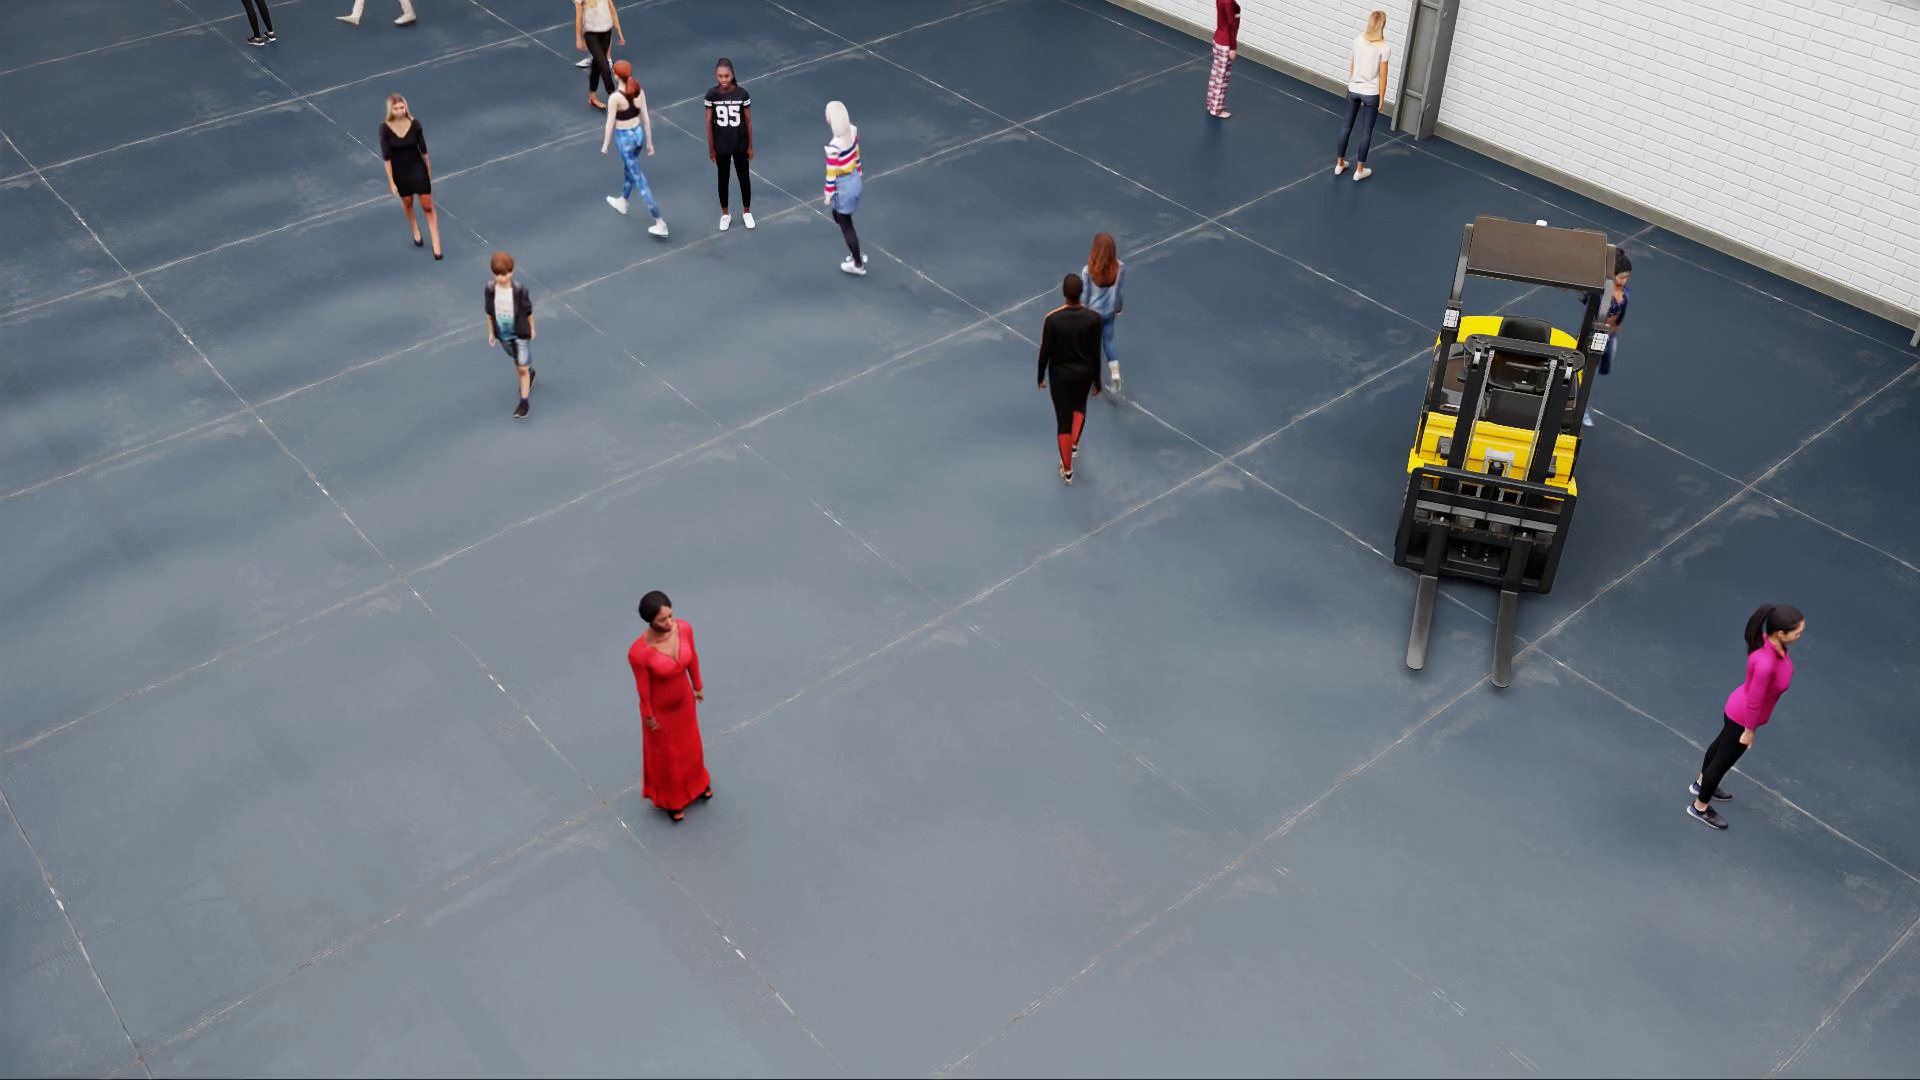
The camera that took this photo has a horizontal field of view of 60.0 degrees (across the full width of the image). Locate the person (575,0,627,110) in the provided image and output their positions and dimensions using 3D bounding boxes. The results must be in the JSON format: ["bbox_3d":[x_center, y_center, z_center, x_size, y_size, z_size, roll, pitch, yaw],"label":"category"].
[{"bbox_3d":[-4.146,-5.676,18.721,1.134,1.789,0.784,27,46,29],"label":"person"}]

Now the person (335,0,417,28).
[{"bbox_3d":[-7.194,-7.262,20.699,0.810,1.800,1.160,-21,43,-24],"label":"person"}]

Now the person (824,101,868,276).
[{"bbox_3d":[-1.005,-3.289,15.731,0.767,1.790,0.771,19,42,22],"label":"person"}]

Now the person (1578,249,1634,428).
[{"bbox_3d":[5.294,-1.716,13.899,0.720,1.618,0.822,-22,44,-25],"label":"person"}]

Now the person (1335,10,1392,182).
[{"bbox_3d":[4.230,-4.664,17.437,0.500,1.810,0.680,26,45,29],"label":"person"}]

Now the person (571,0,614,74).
[{"bbox_3d":[-4.382,-6.489,19.686,0.604,1.855,0.793,25,45,28],"label":"person"}]

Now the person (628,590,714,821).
[{"bbox_3d":[-1.814,1.009,10.360,0.618,1.788,0.640,32,48,34],"label":"person"}]

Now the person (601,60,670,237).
[{"bbox_3d":[-3.195,-3.827,16.459,1.257,1.734,0.715,29,47,31],"label":"person"}]

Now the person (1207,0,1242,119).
[{"bbox_3d":[2.980,-5.619,18.723,0.747,1.696,0.620,-6,39,-7],"label":"person"}]

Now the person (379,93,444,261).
[{"bbox_3d":[-5.394,-3.596,16.233,0.756,1.644,0.996,-13,40,-16],"label":"person"}]

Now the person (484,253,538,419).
[{"bbox_3d":[-3.799,-1.816,14.187,0.954,1.416,0.989,5,39,6],"label":"person"}]

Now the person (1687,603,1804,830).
[{"bbox_3d":[4.884,1.065,10.359,0.683,1.701,0.665,18,42,21],"label":"person"}]

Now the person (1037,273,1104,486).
[{"bbox_3d":[0.895,-1.240,13.167,0.926,1.787,1.019,-3,39,-3],"label":"person"}]

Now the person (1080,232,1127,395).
[{"bbox_3d":[1.228,-1.928,14.292,0.764,1.460,0.958,-13,40,-15],"label":"person"}]

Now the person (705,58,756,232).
[{"bbox_3d":[-2.286,-3.947,16.603,0.710,1.729,0.737,-6,39,-7],"label":"person"}]

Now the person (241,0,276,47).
[{"bbox_3d":[-8.771,-6.915,20.390,0.566,1.642,0.608,25,45,28],"label":"person"}]
